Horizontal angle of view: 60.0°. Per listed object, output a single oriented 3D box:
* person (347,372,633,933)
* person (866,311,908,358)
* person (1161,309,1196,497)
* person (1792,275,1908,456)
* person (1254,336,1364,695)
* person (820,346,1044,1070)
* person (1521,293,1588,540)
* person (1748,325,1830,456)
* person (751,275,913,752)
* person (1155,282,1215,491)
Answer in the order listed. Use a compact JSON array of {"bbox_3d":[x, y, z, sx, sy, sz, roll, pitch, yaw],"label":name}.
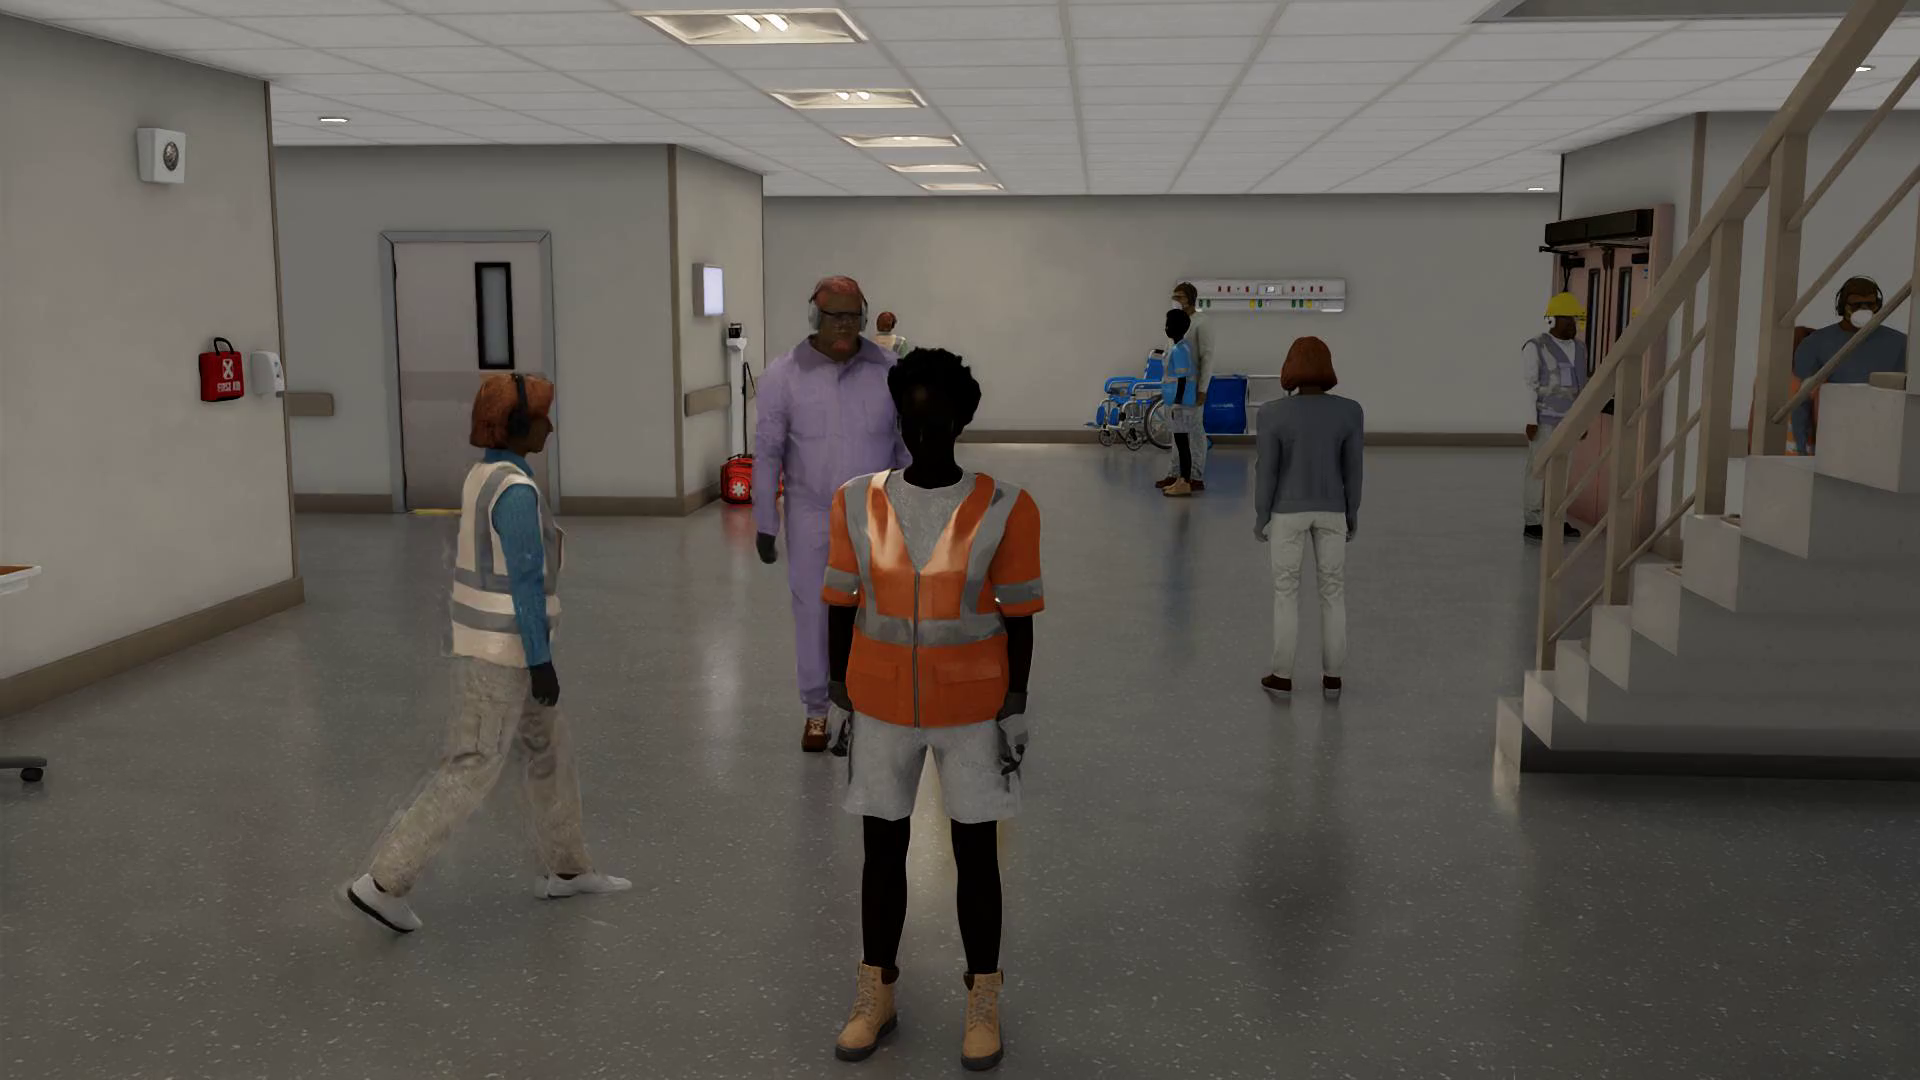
[{"bbox_3d":[-1.376,0.324,4.765,0.788,1.610,0.531,-3,9,-22],"label":"person"},{"bbox_3d":[-0.811,-1.695,18.345,0.524,1.639,0.306,2,9,11],"label":"person"},{"bbox_3d":[1.972,-1.236,15.028,0.318,1.695,0.539,1,8,8],"label":"person"},{"bbox_3d":[5.077,-0.538,9.509,0.639,1.929,0.375,1,8,7],"label":"person"},{"bbox_3d":[1.578,-0.106,7.562,0.498,1.633,0.289,-1,8,-4],"label":"person"},{"bbox_3d":[-0.072,0.396,3.927,0.534,1.699,0.318,2,9,10],"label":"person"},{"bbox_3d":[4.462,-0.921,12.426,0.589,1.834,0.403,-4,9,-26],"label":"person"},{"bbox_3d":[4.817,-0.422,9.684,0.315,1.641,0.514,-4,9,-27],"label":"person"},{"bbox_3d":[-0.490,-0.099,6.619,0.682,1.888,0.451,-2,9,-14],"label":"person"},{"bbox_3d":[2.094,-1.420,15.466,0.368,1.939,0.632,-6,10,-33],"label":"person"}]
